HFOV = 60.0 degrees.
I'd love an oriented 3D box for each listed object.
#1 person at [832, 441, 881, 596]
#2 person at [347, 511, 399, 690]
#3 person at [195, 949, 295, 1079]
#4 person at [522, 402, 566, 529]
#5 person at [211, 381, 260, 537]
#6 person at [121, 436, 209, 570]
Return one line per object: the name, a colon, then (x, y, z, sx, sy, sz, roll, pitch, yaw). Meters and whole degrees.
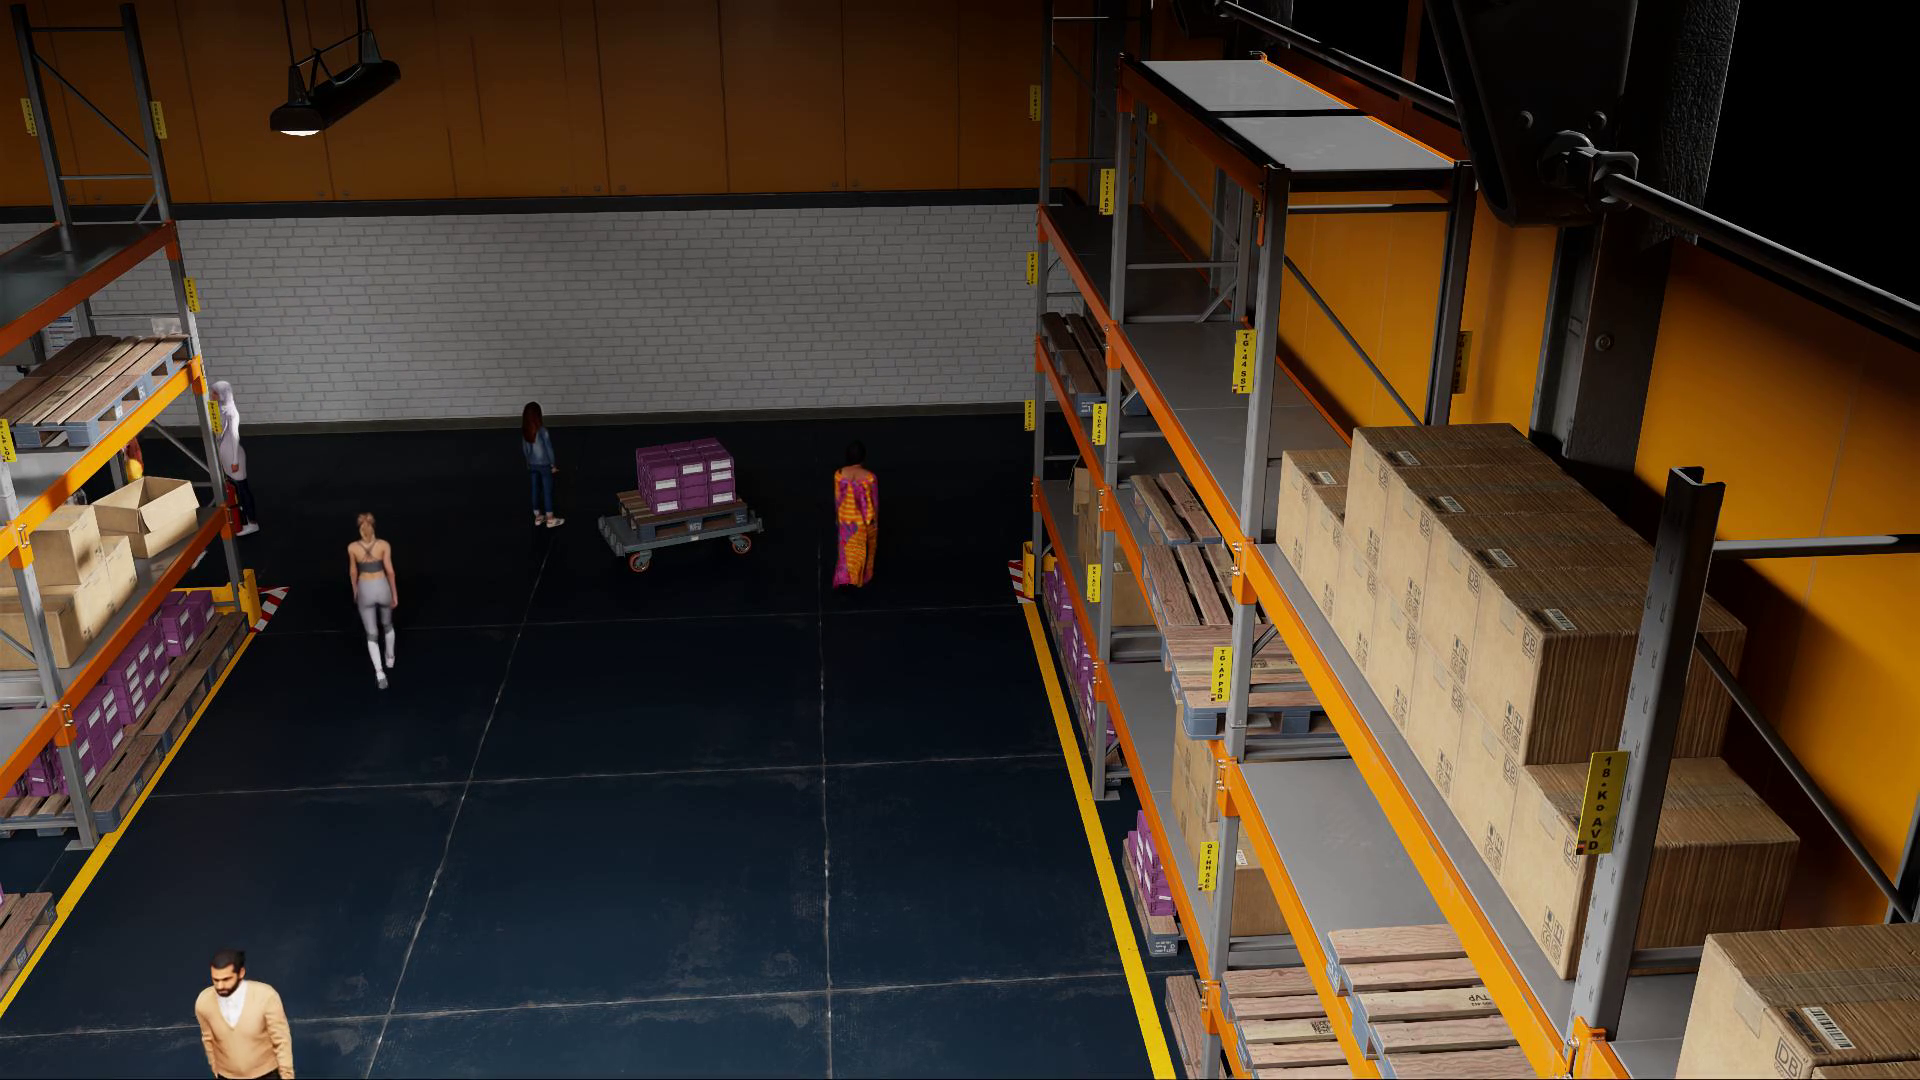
person: (-1.087, -0.230, 17.204, 0.829, 1.669, 1.119, 5, 24, 11)
person: (-5.418, 0.566, 15.372, 0.748, 1.676, 1.150, -8, 25, -18)
person: (-4.062, 3.045, 9.644, 0.682, 1.722, 1.039, -3, 24, -7)
person: (-4.777, -0.860, 18.884, 0.642, 1.477, 0.663, 12, 27, 26)
person: (-8.163, -0.934, 18.680, 0.750, 1.776, 0.662, -20, 31, -38)
person: (-8.476, -0.349, 17.412, 0.990, 1.719, 1.207, -10, 25, -21)
